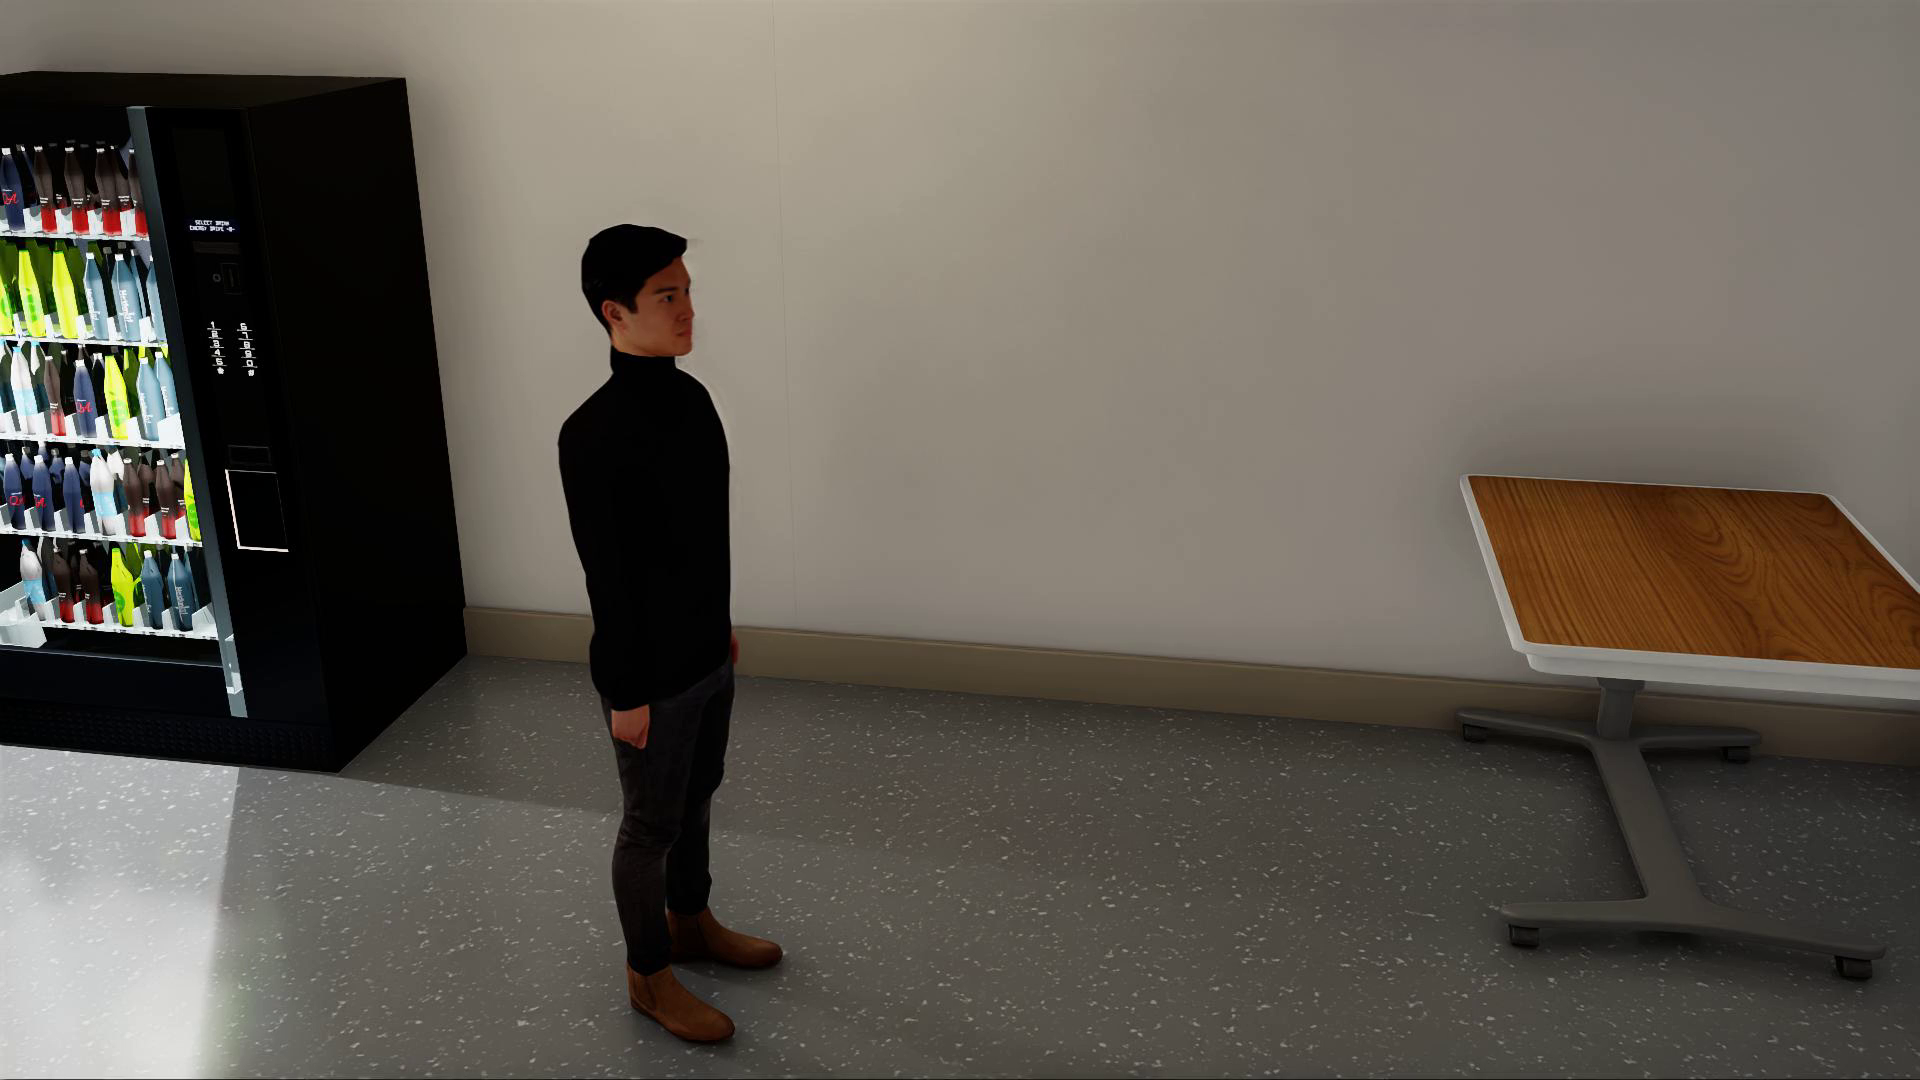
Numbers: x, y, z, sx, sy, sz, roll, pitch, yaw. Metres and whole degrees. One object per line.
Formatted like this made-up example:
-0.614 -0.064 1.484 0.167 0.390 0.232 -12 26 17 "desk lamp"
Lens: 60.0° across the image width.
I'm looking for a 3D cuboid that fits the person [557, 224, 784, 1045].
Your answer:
-0.615 0.203 3.475 0.566 1.723 0.663 6 22 15 "person"
